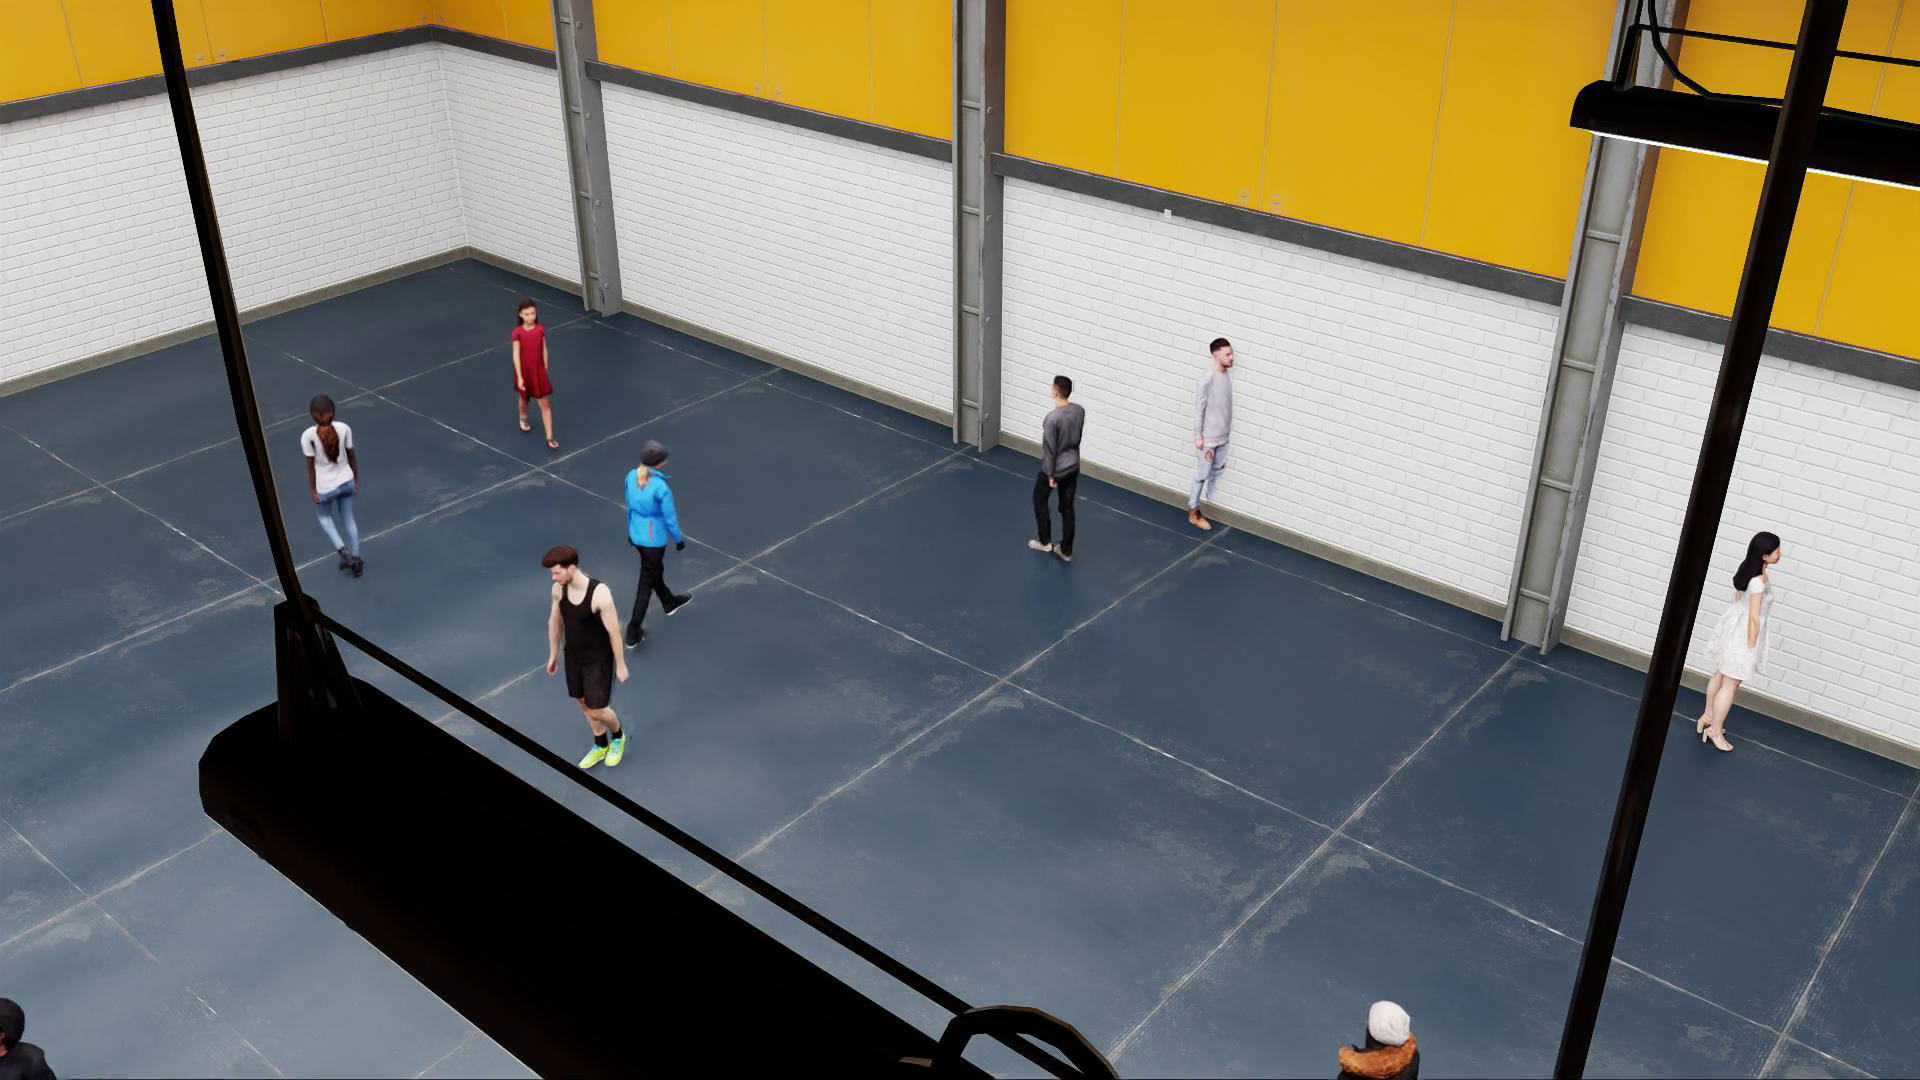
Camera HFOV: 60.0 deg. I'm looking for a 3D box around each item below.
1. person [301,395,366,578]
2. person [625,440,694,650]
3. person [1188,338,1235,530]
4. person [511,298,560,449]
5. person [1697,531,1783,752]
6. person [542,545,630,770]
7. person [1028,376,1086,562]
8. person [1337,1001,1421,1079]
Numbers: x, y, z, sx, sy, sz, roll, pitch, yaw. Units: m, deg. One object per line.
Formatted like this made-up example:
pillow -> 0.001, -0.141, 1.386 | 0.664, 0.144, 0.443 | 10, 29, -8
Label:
person -> -5.393, -0.431, 14.428 | 0.655, 1.709, 0.681 | -21, 35, -33
person -> -2.553, 0.076, 13.453 | 0.970, 1.752, 0.680 | 18, 33, 30
person -> 2.332, -1.011, 15.359 | 0.709, 1.836, 0.612 | -23, 36, -35
person -> -4.420, -1.743, 17.028 | 0.785, 1.522, 1.132 | -16, 32, -26
person -> 5.745, 0.731, 12.229 | 0.789, 1.775, 0.763 | 6, 29, 10
person -> -2.646, 0.815, 11.982 | 0.688, 1.863, 0.851 | 15, 32, 26
person -> 0.939, -0.605, 14.705 | 0.720, 1.748, 0.765 | -17, 33, -28
person -> 2.058, 2.999, 8.252 | 0.923, 1.602, 1.137 | -12, 31, -20
